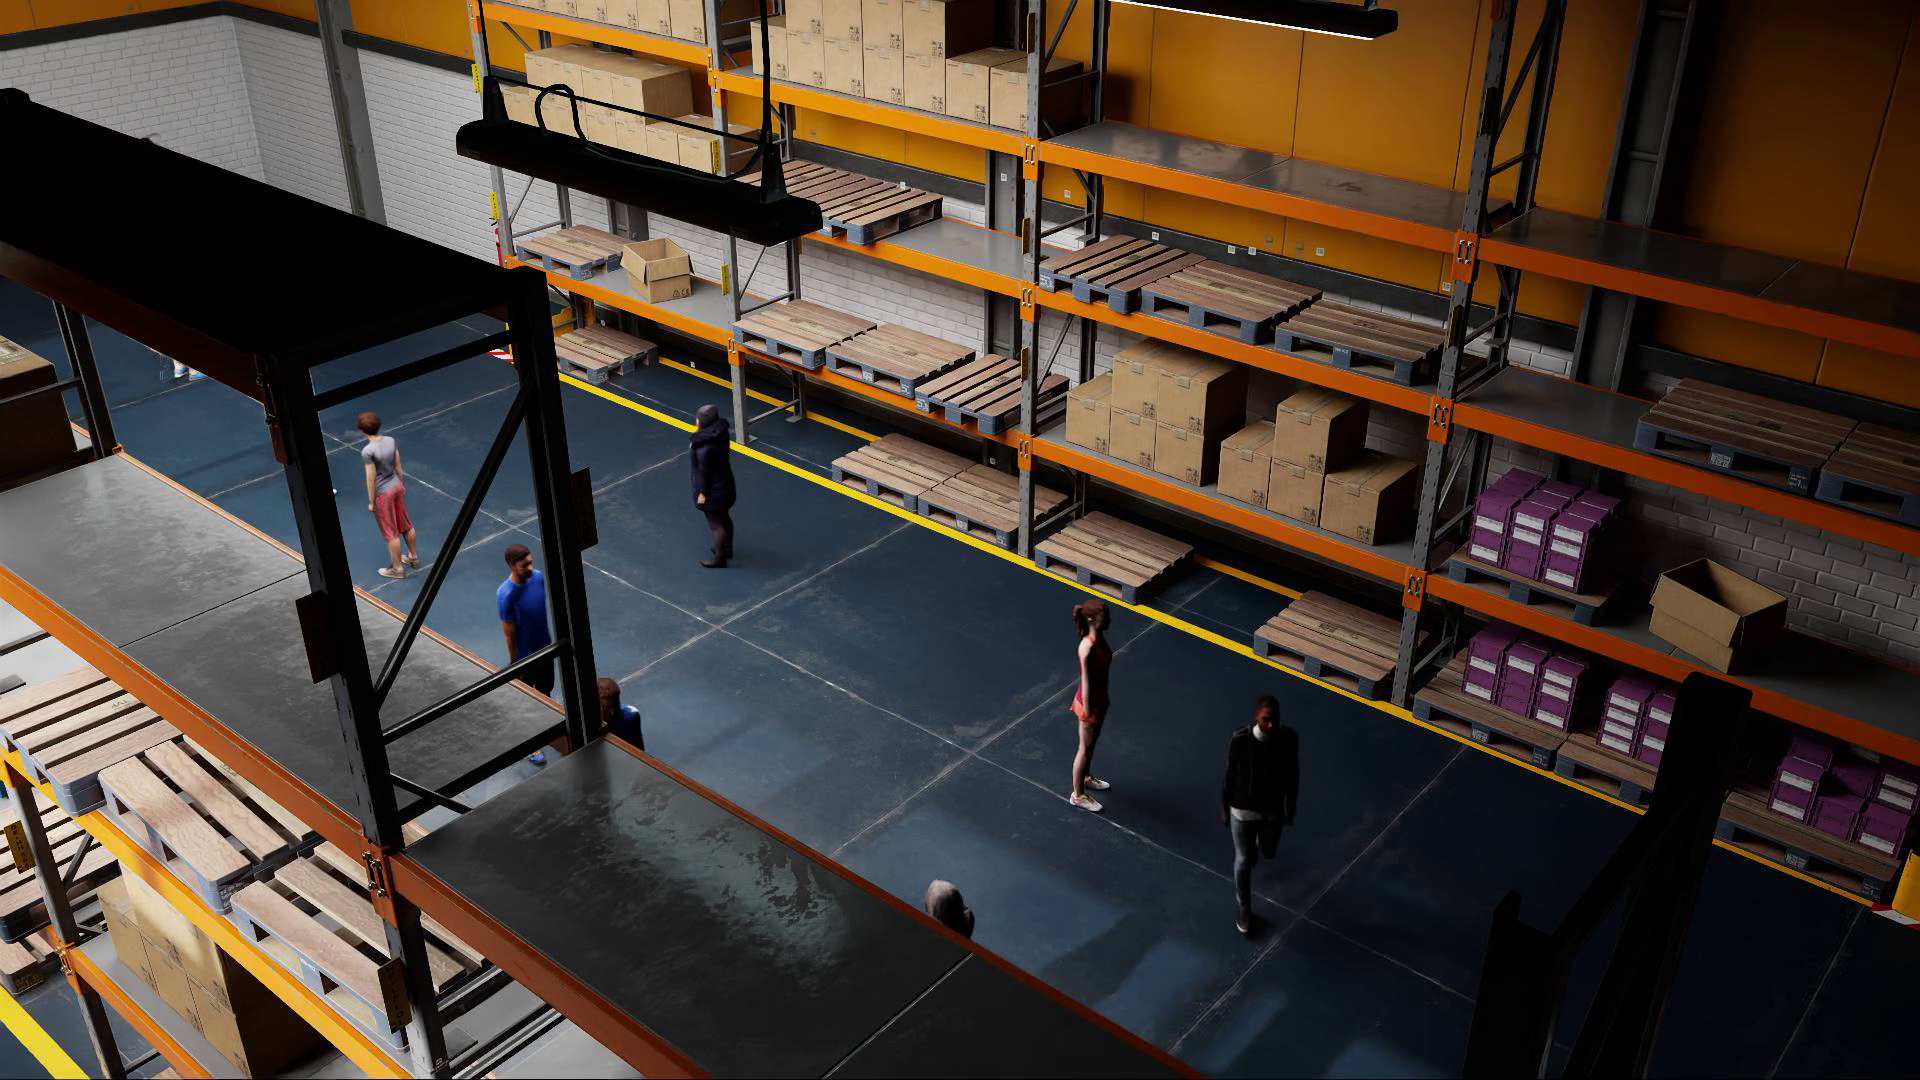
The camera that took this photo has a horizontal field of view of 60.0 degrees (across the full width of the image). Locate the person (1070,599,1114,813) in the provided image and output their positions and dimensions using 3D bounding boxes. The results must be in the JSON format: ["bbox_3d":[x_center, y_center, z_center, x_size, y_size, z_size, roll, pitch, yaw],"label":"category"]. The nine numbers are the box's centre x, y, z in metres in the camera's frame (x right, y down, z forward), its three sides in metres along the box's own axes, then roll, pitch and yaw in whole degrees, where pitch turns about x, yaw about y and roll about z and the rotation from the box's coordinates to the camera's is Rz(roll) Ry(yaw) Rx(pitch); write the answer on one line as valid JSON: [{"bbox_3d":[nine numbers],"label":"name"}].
[{"bbox_3d":[0.996,1.207,12.495,0.663,1.752,0.647,8,30,14],"label":"person"}]

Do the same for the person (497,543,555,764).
[{"bbox_3d":[-3.378,0.847,13.035,0.618,1.867,0.658,14,32,24],"label":"person"}]

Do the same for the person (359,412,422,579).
[{"bbox_3d":[-5.374,-0.431,15.606,0.587,1.649,0.634,14,32,24],"label":"person"}]

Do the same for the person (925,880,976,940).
[{"bbox_3d":[-0.005,2.722,9.757,1.123,1.715,0.616,25,37,37],"label":"person"}]

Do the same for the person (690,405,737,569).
[{"bbox_3d":[-2.321,-0.522,15.746,0.793,1.674,0.776,7,29,13],"label":"person"}]

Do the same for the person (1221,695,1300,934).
[{"bbox_3d":[2.023,1.767,11.420,1.077,1.799,1.112,0,29,-1],"label":"person"}]
